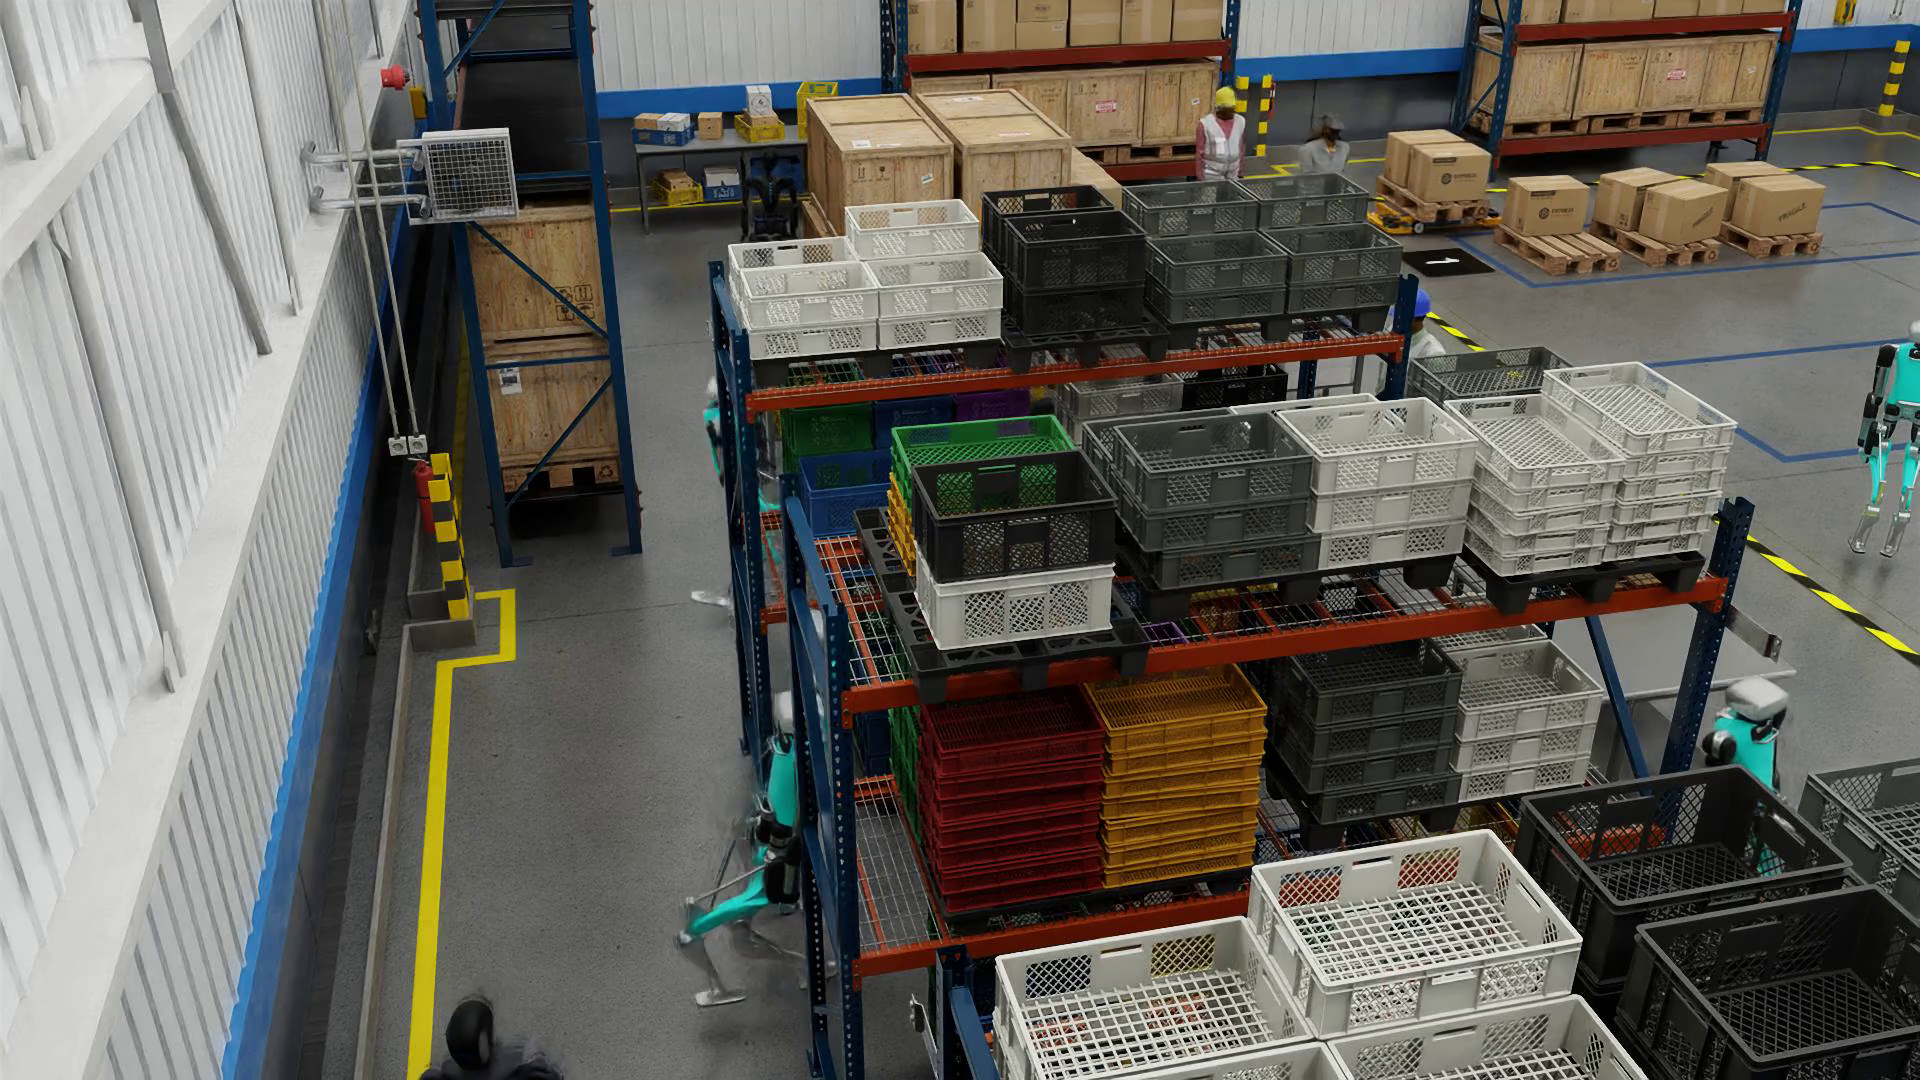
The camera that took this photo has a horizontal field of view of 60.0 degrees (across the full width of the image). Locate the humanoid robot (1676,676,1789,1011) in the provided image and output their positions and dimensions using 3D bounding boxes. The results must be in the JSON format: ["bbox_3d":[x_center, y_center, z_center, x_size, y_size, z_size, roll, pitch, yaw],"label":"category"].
[{"bbox_3d":[3.718,1.521,7.592,0.556,1.768,0.821,-20,34,-33],"label":"humanoid robot"}]

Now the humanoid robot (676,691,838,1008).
[{"bbox_3d":[-0.997,1.507,7.619,1.018,1.724,0.531,-9,29,-16],"label":"humanoid robot"}]

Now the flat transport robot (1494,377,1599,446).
[{"bbox_3d":[4.780,-1.036,14.013,0.659,0.231,1.431,-6,28,-12],"label":"flat transport robot"}]

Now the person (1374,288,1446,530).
[{"bbox_3d":[3.174,-0.880,11.963,0.425,1.907,0.609,-11,30,-20],"label":"person"}]

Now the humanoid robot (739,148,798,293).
[{"bbox_3d":[-1.869,-3.004,16.237,0.599,1.651,0.370,-6,28,-12],"label":"humanoid robot"}]

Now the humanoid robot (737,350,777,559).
[{"bbox_3d":[-1.480,-0.689,11.825,0.315,1.659,0.599,-6,28,-12],"label":"humanoid robot"}]

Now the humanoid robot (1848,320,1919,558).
[{"bbox_3d":[6.519,-0.638,11.534,0.533,1.681,0.735,13,30,23],"label":"humanoid robot"}]

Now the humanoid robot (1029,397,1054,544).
[{"bbox_3d":[0.552,-0.159,10.861,0.599,1.649,0.600,-15,31,-26],"label":"humanoid robot"}]

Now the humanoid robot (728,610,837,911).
[{"bbox_3d":[-0.980,1.189,8.286,0.828,1.846,0.532,-1,28,-2],"label":"humanoid robot"}]

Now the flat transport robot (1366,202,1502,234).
[{"bbox_3d":[5.434,-3.756,19.142,1.431,0.197,0.652,-6,28,-12],"label":"flat transport robot"}]

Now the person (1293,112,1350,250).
[{"bbox_3d":[3.720,-3.588,17.254,0.560,1.751,0.625,-6,28,-11],"label":"person"}]

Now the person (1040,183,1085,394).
[{"bbox_3d":[0.954,-2.158,14.409,0.578,1.881,0.343,12,30,21],"label":"person"}]

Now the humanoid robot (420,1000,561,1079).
[{"bbox_3d":[-1.656,2.286,6.214,0.604,1.639,0.586,-3,28,-5],"label":"humanoid robot"}]

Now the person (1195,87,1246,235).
[{"bbox_3d":[2.805,-3.945,17.875,0.614,1.823,0.404,-9,29,-16],"label":"person"}]

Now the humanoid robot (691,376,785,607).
[{"bbox_3d":[-1.304,-0.259,10.977,1.018,1.745,0.560,0,28,-1],"label":"humanoid robot"}]
